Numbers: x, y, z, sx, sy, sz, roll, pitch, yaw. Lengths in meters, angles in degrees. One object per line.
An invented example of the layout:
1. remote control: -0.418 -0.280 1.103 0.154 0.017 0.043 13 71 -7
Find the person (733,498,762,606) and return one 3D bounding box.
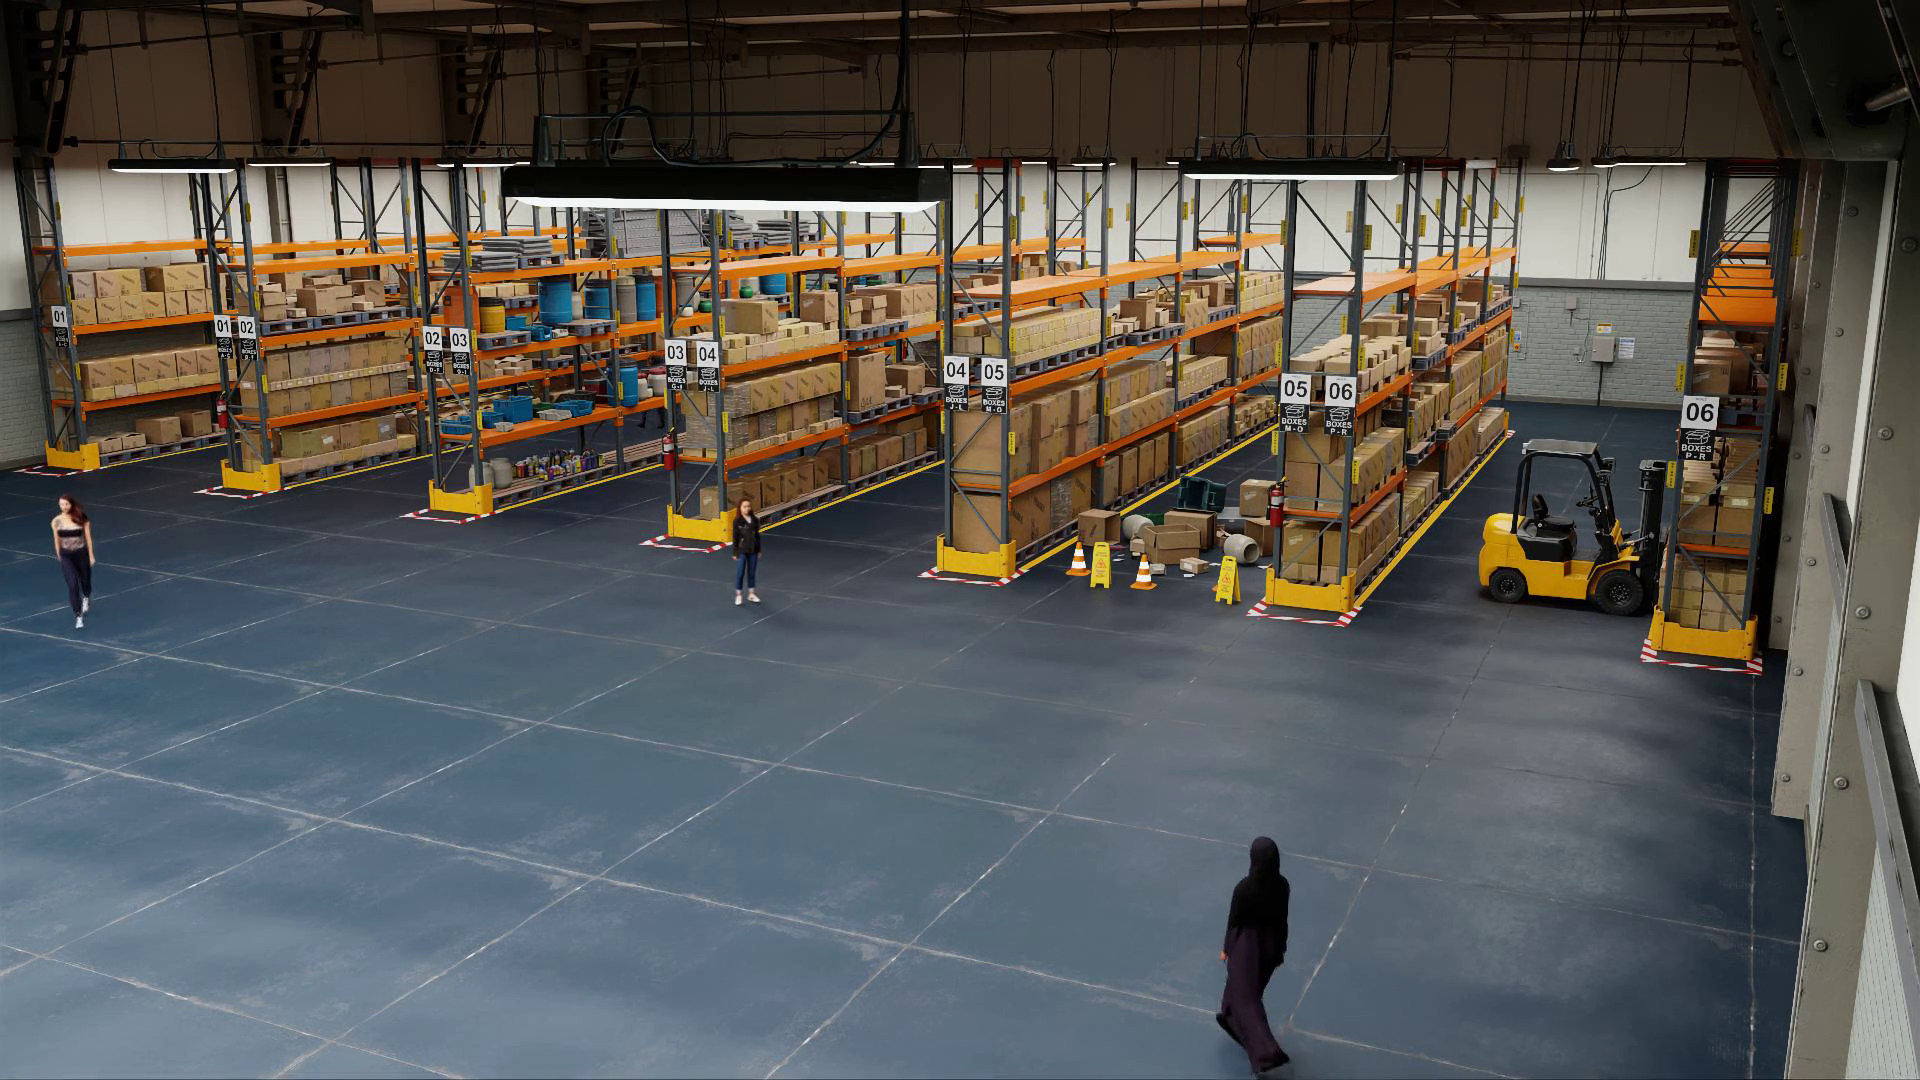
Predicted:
1. person: -2.937 0.141 22.869 0.603 1.483 0.697 -7 15 -29

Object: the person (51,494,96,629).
1. person: -11.604 0.256 21.833 1.176 1.726 1.168 -6 14 -24

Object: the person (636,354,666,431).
1. person: -6.796 -3.303 37.316 0.597 1.675 1.082 7 15 28

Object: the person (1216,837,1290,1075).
1. person: 2.010 2.786 11.187 1.064 1.599 1.058 -7 15 -26
